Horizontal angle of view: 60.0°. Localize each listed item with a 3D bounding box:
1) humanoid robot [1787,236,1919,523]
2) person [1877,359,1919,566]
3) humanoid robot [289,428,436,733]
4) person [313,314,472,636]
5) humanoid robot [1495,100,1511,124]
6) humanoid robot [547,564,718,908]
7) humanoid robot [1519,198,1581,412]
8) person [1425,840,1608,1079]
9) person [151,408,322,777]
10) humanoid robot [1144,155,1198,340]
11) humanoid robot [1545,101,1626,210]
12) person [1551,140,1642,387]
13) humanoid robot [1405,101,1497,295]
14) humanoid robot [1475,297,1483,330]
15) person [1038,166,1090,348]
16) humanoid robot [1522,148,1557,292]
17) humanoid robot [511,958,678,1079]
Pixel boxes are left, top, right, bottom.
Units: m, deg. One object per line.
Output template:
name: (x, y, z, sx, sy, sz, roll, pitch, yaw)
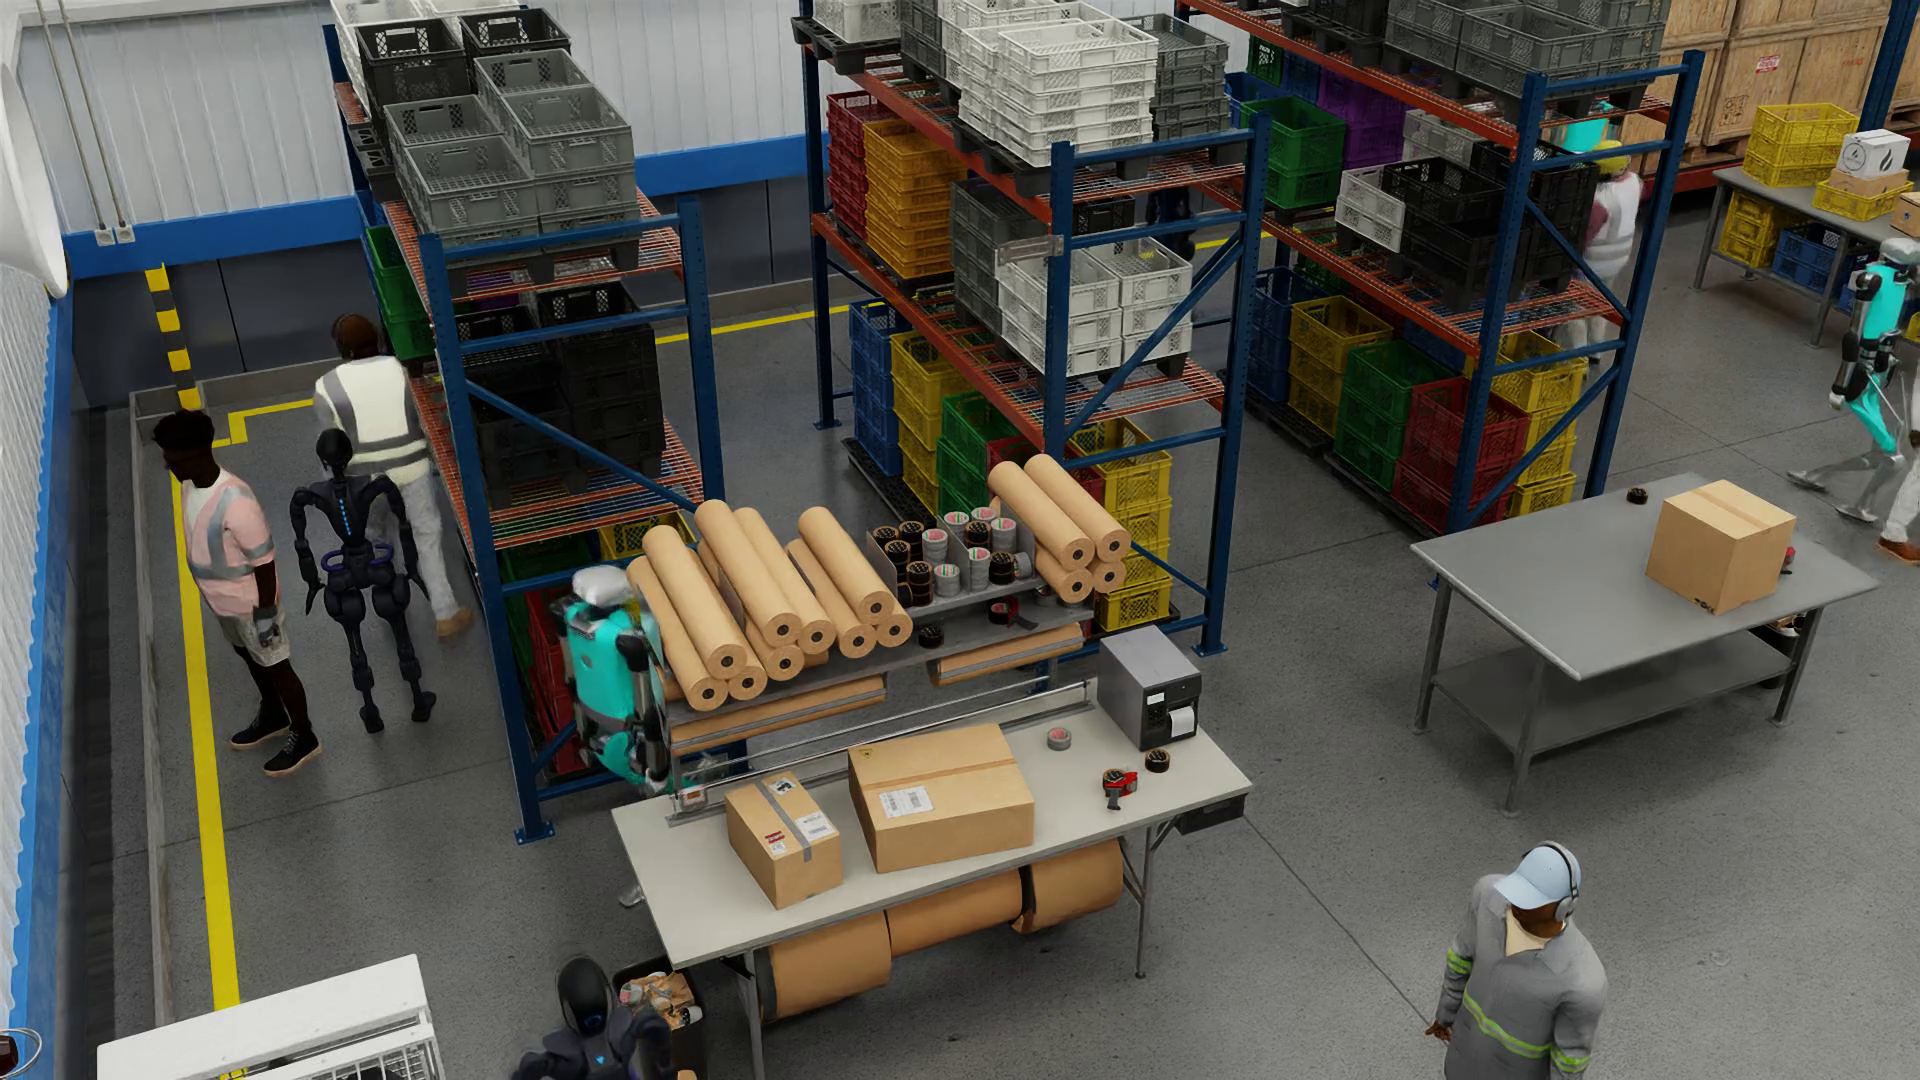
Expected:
humanoid robot: (5.625, -0.923, 10.080, 0.579, 1.772, 0.893, -20, 37, -30)
person: (5.786, -0.719, 9.623, 0.613, 1.856, 0.470, -1, 32, -1)
humanoid robot: (-2.980, 0.202, 8.285, 0.599, 1.657, 0.315, -9, 33, -14)
person: (-3.141, -0.386, 9.163, 0.694, 1.768, 1.013, -15, 35, -23)
humanoid robot: (4.316, -2.758, 13.129, 0.634, 1.647, 0.610, 9, 33, 14)
humanoid robot: (-1.336, 0.859, 7.269, 0.536, 1.886, 0.676, 21, 38, 31)
humanoid robot: (3.981, -1.641, 11.285, 0.329, 1.651, 0.590, 24, 39, 33)
person: (1.821, 1.742, 5.631, 0.367, 1.852, 0.589, -15, 35, -23)
person: (-3.451, 0.250, 7.947, 0.611, 1.961, 0.364, 26, 40, 36)
humanoid robot: (1.584, -2.276, 12.344, 0.388, 1.635, 0.589, -13, 34, -20)
humanoid robot: (4.755, -2.634, 12.813, 0.546, 1.765, 0.663, 4, 32, 7)
person: (4.505, -1.978, 11.750, 0.642, 1.789, 0.406, -25, 39, -34)
humanoid robot: (3.605, -2.532, 12.628, 0.530, 1.735, 0.712, -26, 40, -35)
humanoid robot: (3.826, -2.141, 12.101, 0.314, 1.655, 0.613, 12, 34, 18)
person: (0.707, -2.304, 12.027, 0.393, 2.038, 0.609, 18, 36, 26)
humanoid robot: (3.742, -1.958, 11.765, 0.542, 1.795, 0.778, -9, 33, -15)
humanoid robot: (-1.141, 2.008, 5.386, 0.587, 1.630, 0.713, -18, 36, -27)
